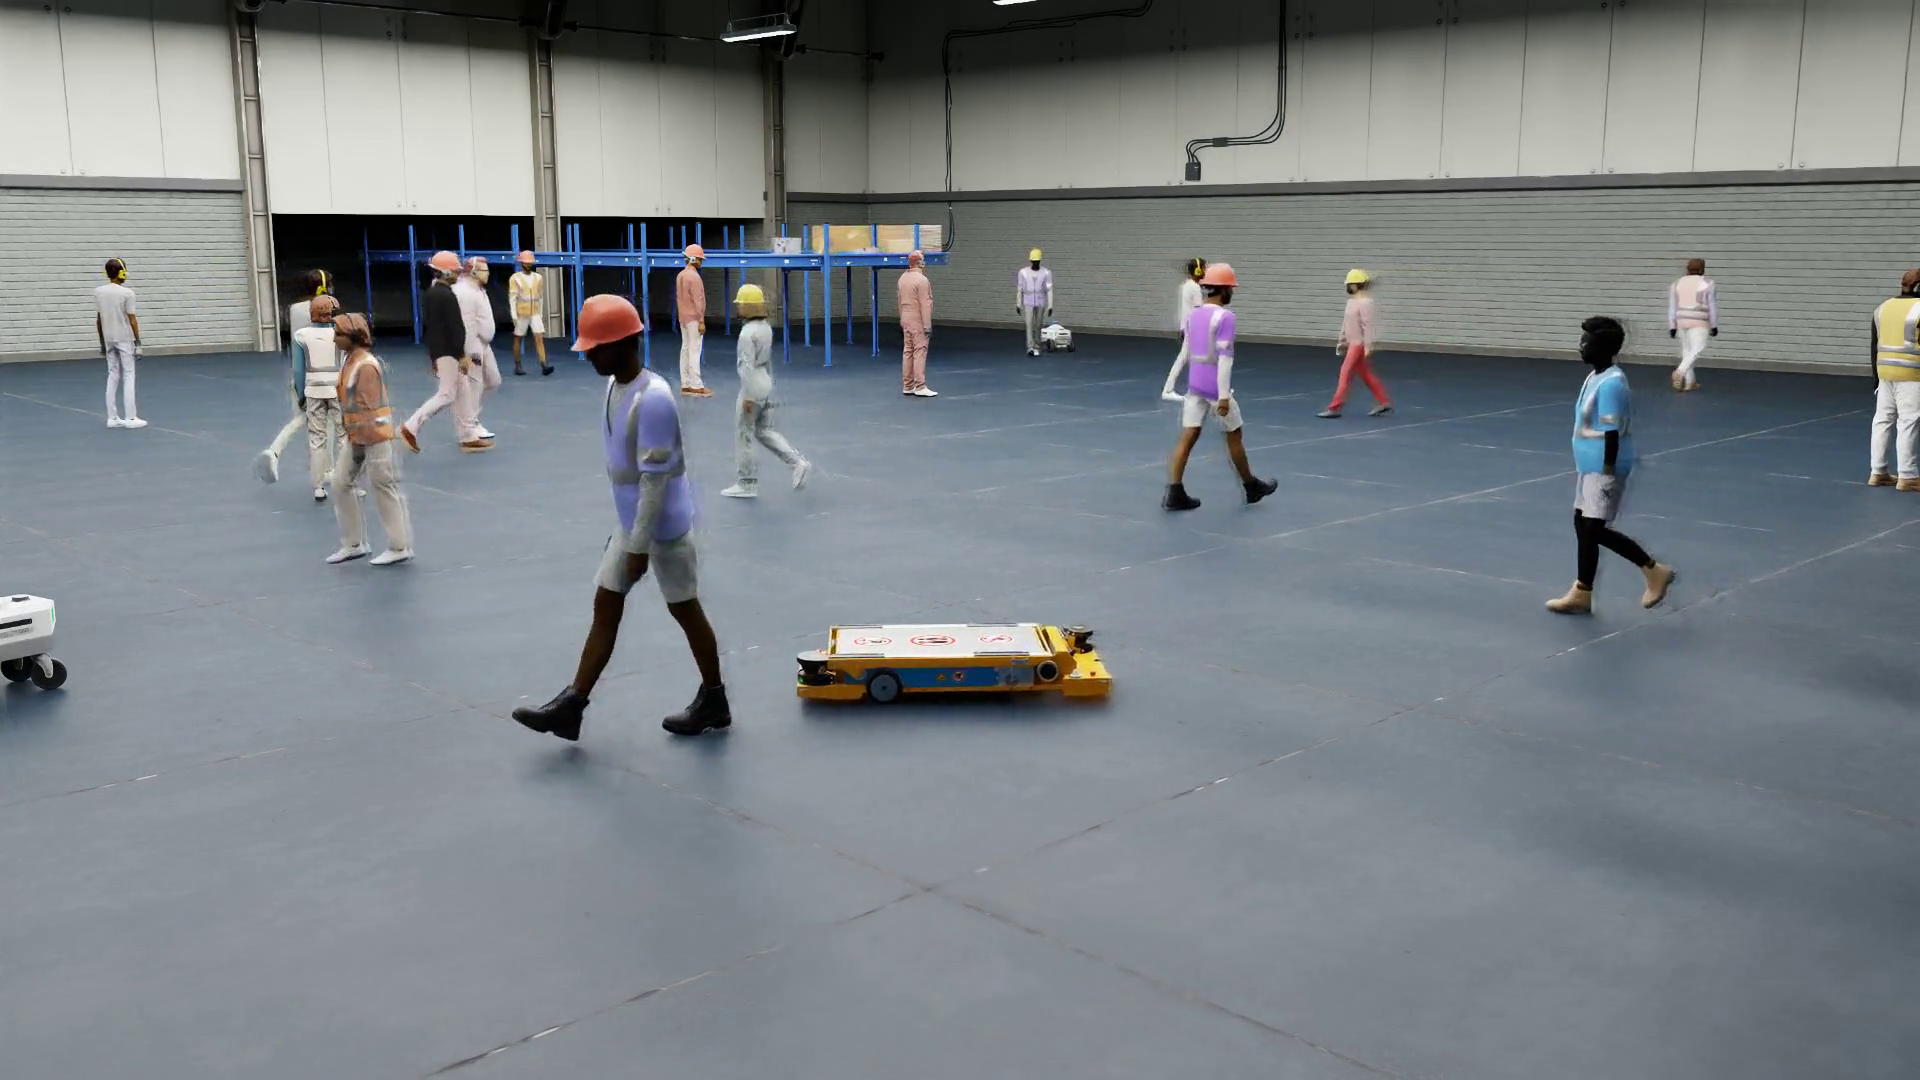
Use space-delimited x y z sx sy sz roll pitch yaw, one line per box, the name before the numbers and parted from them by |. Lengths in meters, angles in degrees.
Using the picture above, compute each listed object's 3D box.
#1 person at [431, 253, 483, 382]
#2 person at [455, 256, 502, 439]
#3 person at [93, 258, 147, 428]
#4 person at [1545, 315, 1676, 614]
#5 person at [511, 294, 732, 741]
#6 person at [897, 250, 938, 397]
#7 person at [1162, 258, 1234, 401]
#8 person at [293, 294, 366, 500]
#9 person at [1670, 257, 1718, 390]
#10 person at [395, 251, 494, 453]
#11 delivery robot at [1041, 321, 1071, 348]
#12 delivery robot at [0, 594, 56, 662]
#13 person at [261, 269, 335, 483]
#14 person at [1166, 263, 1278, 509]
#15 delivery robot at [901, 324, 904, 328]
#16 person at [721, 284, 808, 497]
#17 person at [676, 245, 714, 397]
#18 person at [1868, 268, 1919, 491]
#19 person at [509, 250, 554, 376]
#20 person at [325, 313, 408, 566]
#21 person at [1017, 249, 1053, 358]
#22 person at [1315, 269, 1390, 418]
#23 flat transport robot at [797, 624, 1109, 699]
person | -7.305 -3.195 23.974 1.005 1.861 0.662 8 13 39
person | -5.051 -2.011 17.416 0.415 1.894 0.661 0 10 0
person | -9.314 -2.178 18.428 0.522 1.854 0.350 2 11 10
person | 3.625 -0.398 9.193 0.567 1.685 0.542 2 11 11
person | -1.378 -0.064 6.835 0.990 1.871 0.570 -7 13 -34
person | -0.552 -2.860 21.972 0.410 1.913 0.651 -7 12 -32
person | 3.049 -2.703 21.372 0.967 1.816 0.548 -1 10 -3
person | -5.057 -1.140 13.339 0.525 1.639 0.307 -1 10 -4
person | 9.971 -2.941 22.686 0.804 1.816 0.627 -7 12 -32
person | -5.026 -1.806 16.076 0.910 1.966 0.616 -6 12 -28
delivery robot | 1.753 -3.758 30.436 0.477 0.478 0.707 -4 11 -20
delivery robot | -4.569 0.420 7.651 0.477 0.478 0.707 6 12 32
person | -5.555 -1.373 14.081 0.554 1.832 0.776 6 12 28
person | 2.027 -1.194 12.949 0.985 1.883 0.583 -6 12 -29
delivery robot | -0.930 -4.424 34.065 0.477 0.478 0.707 -6 12 -28
person | -1.605 -1.203 13.434 0.656 1.724 0.491 3 11 17
person | -3.521 -2.901 21.996 0.392 1.985 0.610 -7 12 -33
person | 7.937 -1.351 13.960 0.430 1.837 0.622 -3 11 -14
person | -6.513 -3.414 25.090 0.568 1.878 1.020 -8 13 -37
person | -3.843 -0.627 10.577 0.616 1.614 0.538 -7 13 -35
person | 1.307 -4.108 28.911 0.603 1.857 1.041 0 10 1
person | 4.642 -2.290 19.407 0.920 1.725 0.537 -1 10 -5
flat transport robot | -0.047 0.565 7.891 1.431 0.197 0.652 -1 10 -3
